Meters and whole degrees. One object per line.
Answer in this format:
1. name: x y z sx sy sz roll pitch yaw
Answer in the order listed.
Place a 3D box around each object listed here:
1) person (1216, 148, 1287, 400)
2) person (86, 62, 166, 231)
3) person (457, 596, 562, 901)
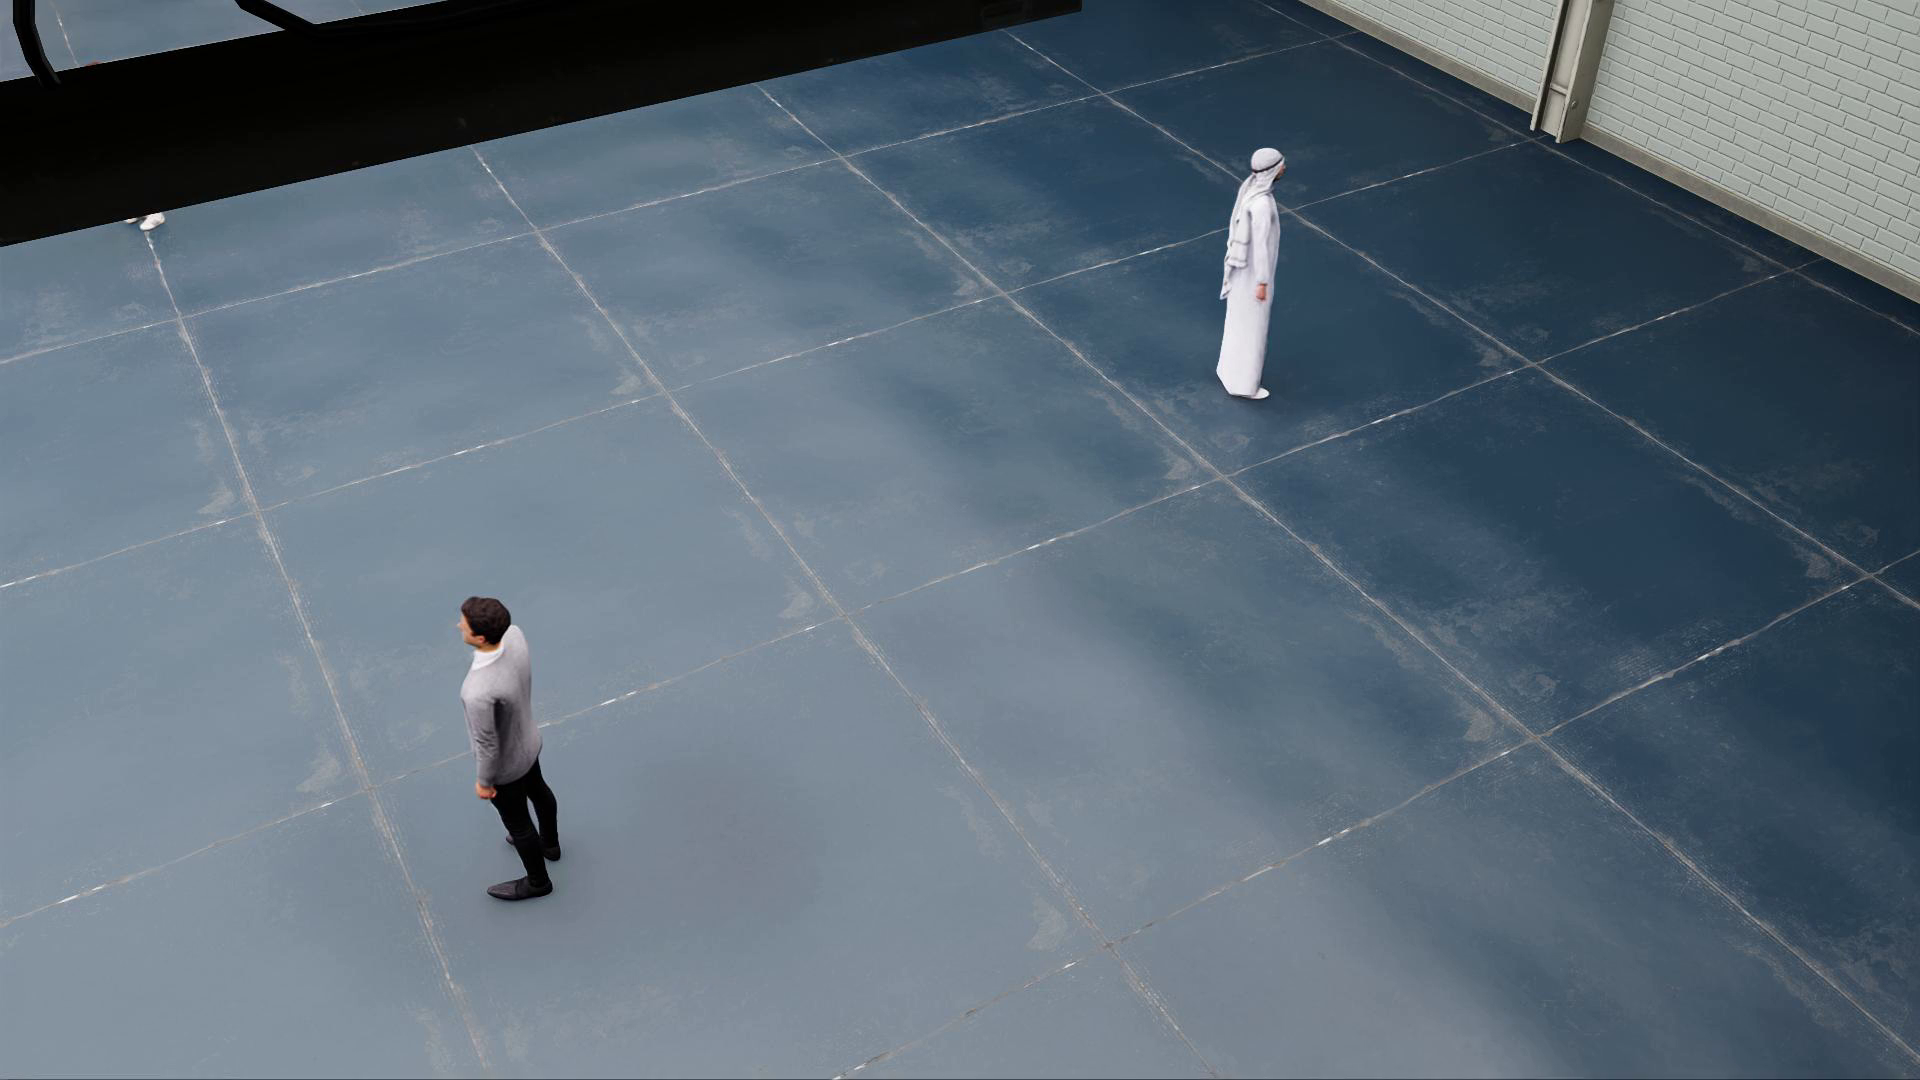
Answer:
1. person: 2.127 -1.952 12.116 0.872 1.926 0.758 -1 38 -1
2. person: -7.228 -3.407 14.343 0.560 1.473 0.684 22 43 26
3. person: -2.249 1.031 8.304 0.899 1.924 0.797 3 38 4
